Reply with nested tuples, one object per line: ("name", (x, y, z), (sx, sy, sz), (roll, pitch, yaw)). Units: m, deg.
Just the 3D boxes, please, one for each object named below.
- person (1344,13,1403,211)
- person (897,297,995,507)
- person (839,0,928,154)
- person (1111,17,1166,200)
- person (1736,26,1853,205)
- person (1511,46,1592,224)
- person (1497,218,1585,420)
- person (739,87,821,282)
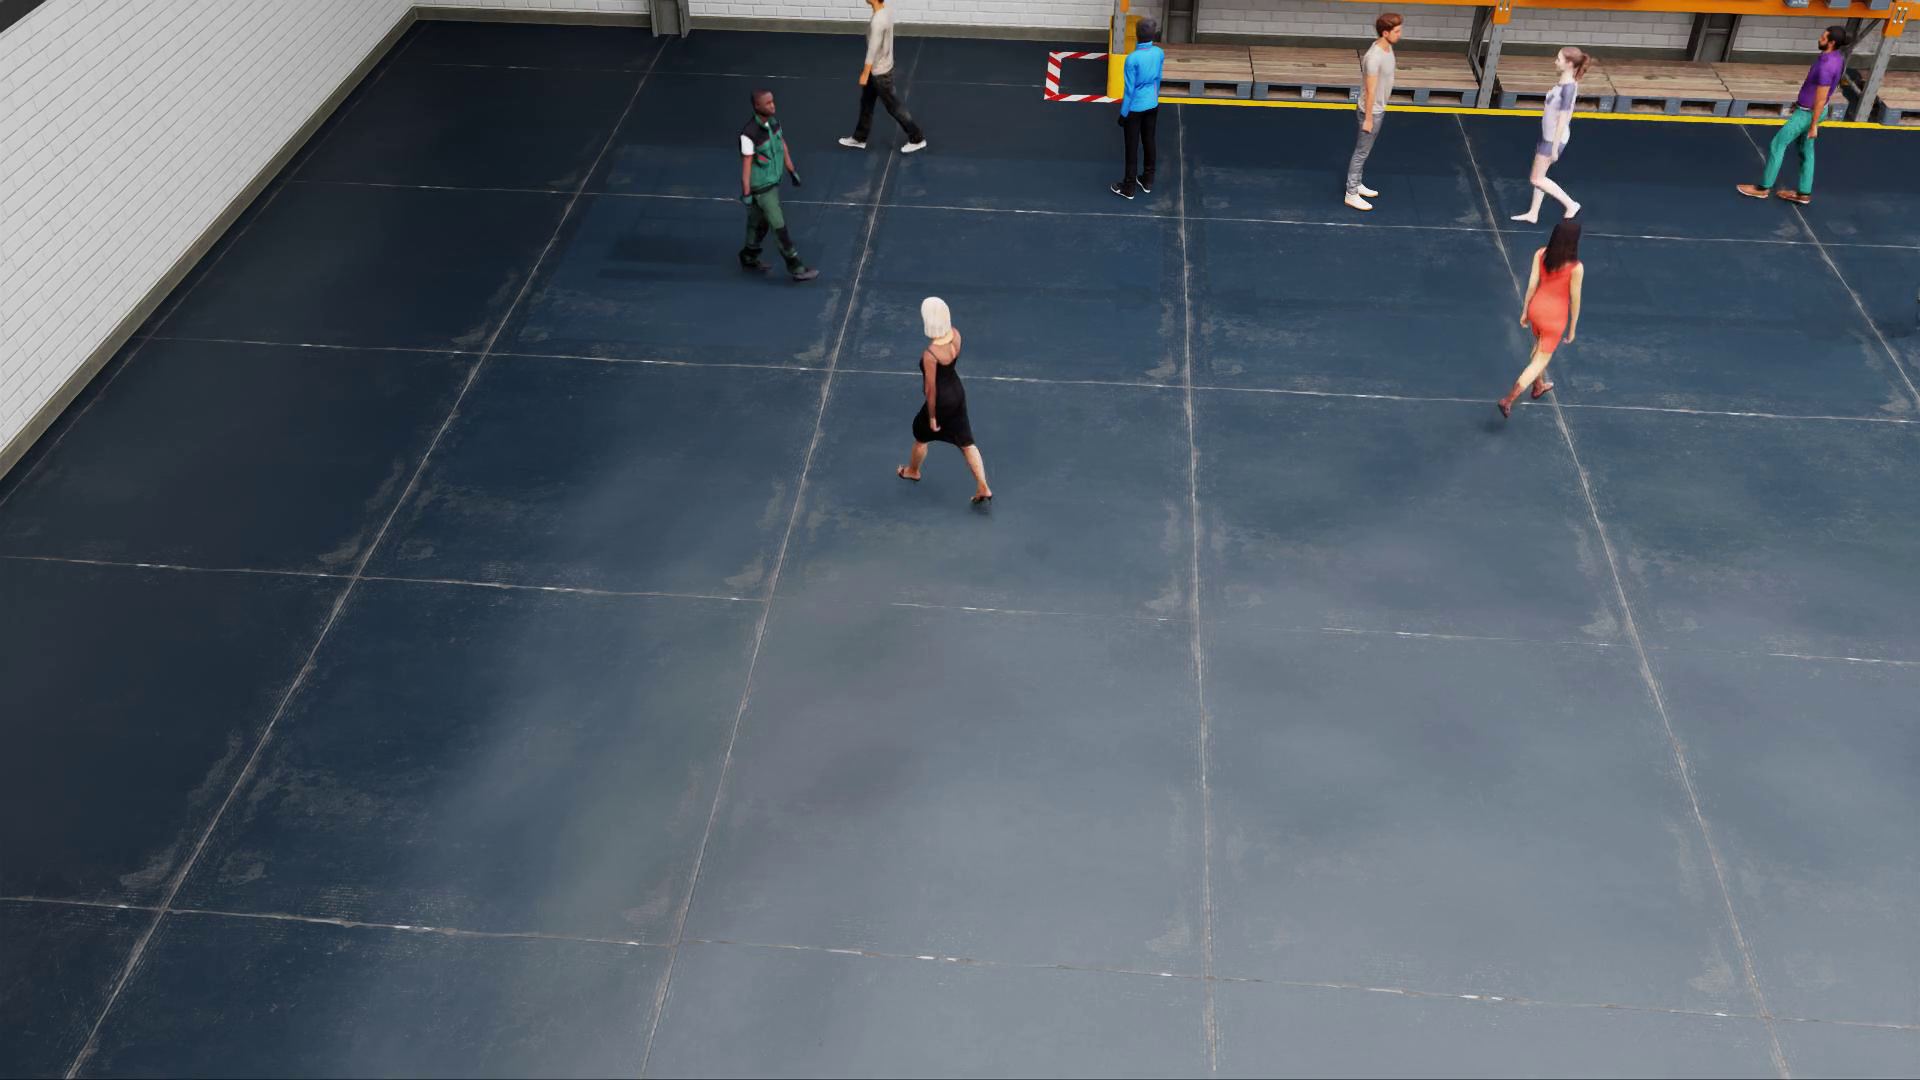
("person", (3.932, -4.117, 15.890), (0.671, 1.891, 0.725), (15, 41, 18))
("person", (-0.043, -0.953, 12.080), (1.168, 1.702, 0.999), (26, 46, 29))
("person", (-0.698, -4.711, 16.725), (1.149, 1.777, 0.685), (1, 39, 2))
("person", (1.751, -4.166, 16.034), (0.682, 1.788, 0.756), (-24, 44, -27))
("person", (8.212, -4.034, 15.904), (1.013, 1.745, 0.872), (23, 44, 26))
("person", (5.616, -3.723, 15.510), (0.883, 1.750, 0.706), (10, 40, 12))
("person", (4.558, -1.708, 13.031), (1.113, 1.694, 1.069), (-29, 47, -31))
("person", (-1.819, -3.165, 14.772), (1.137, 1.799, 0.844), (12, 40, 14))
